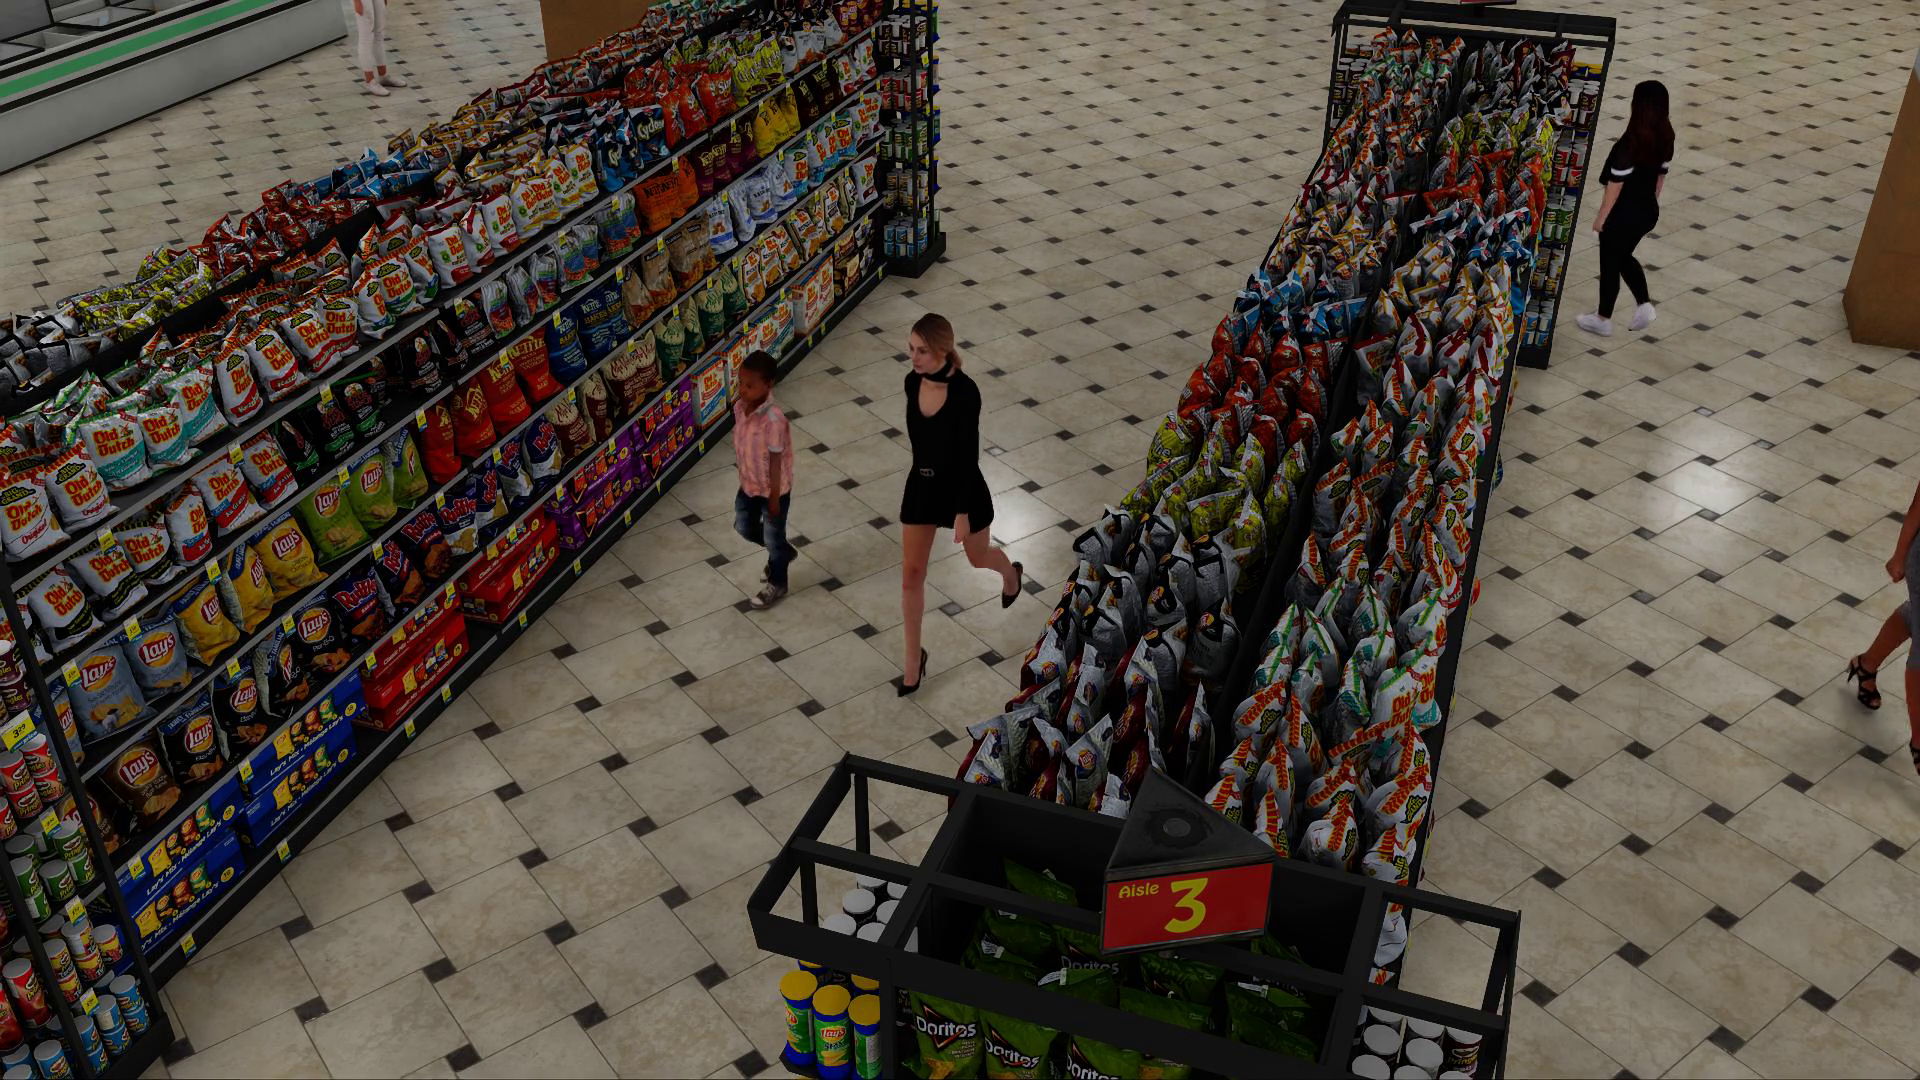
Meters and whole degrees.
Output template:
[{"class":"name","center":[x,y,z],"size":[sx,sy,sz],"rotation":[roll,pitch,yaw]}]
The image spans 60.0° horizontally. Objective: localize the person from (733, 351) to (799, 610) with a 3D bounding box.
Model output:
[{"class":"person","center":[-0.860,-0.297,7.778],"size":[0.682,1.298,0.617],"rotation":[-28,41,-37]}]

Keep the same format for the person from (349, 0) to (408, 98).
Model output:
[{"class":"person","center":[-5.243,-4.820,14.663],"size":[0.667,1.704,0.480],"rotation":[8,33,12]}]

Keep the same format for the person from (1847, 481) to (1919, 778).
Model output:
[{"class":"person","center":[3.988,0.055,6.794],"size":[0.892,1.741,1.172],"rotation":[-2,32,-3]}]

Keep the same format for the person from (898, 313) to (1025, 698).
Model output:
[{"class":"person","center":[0.005,-0.188,7.201],"size":[0.733,1.723,1.185],"rotation":[18,36,26]}]

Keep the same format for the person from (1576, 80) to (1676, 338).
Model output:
[{"class":"person","center":[4.139,-1.961,10.139],"size":[0.850,1.630,0.894],"rotation":[-17,36,-26]}]
